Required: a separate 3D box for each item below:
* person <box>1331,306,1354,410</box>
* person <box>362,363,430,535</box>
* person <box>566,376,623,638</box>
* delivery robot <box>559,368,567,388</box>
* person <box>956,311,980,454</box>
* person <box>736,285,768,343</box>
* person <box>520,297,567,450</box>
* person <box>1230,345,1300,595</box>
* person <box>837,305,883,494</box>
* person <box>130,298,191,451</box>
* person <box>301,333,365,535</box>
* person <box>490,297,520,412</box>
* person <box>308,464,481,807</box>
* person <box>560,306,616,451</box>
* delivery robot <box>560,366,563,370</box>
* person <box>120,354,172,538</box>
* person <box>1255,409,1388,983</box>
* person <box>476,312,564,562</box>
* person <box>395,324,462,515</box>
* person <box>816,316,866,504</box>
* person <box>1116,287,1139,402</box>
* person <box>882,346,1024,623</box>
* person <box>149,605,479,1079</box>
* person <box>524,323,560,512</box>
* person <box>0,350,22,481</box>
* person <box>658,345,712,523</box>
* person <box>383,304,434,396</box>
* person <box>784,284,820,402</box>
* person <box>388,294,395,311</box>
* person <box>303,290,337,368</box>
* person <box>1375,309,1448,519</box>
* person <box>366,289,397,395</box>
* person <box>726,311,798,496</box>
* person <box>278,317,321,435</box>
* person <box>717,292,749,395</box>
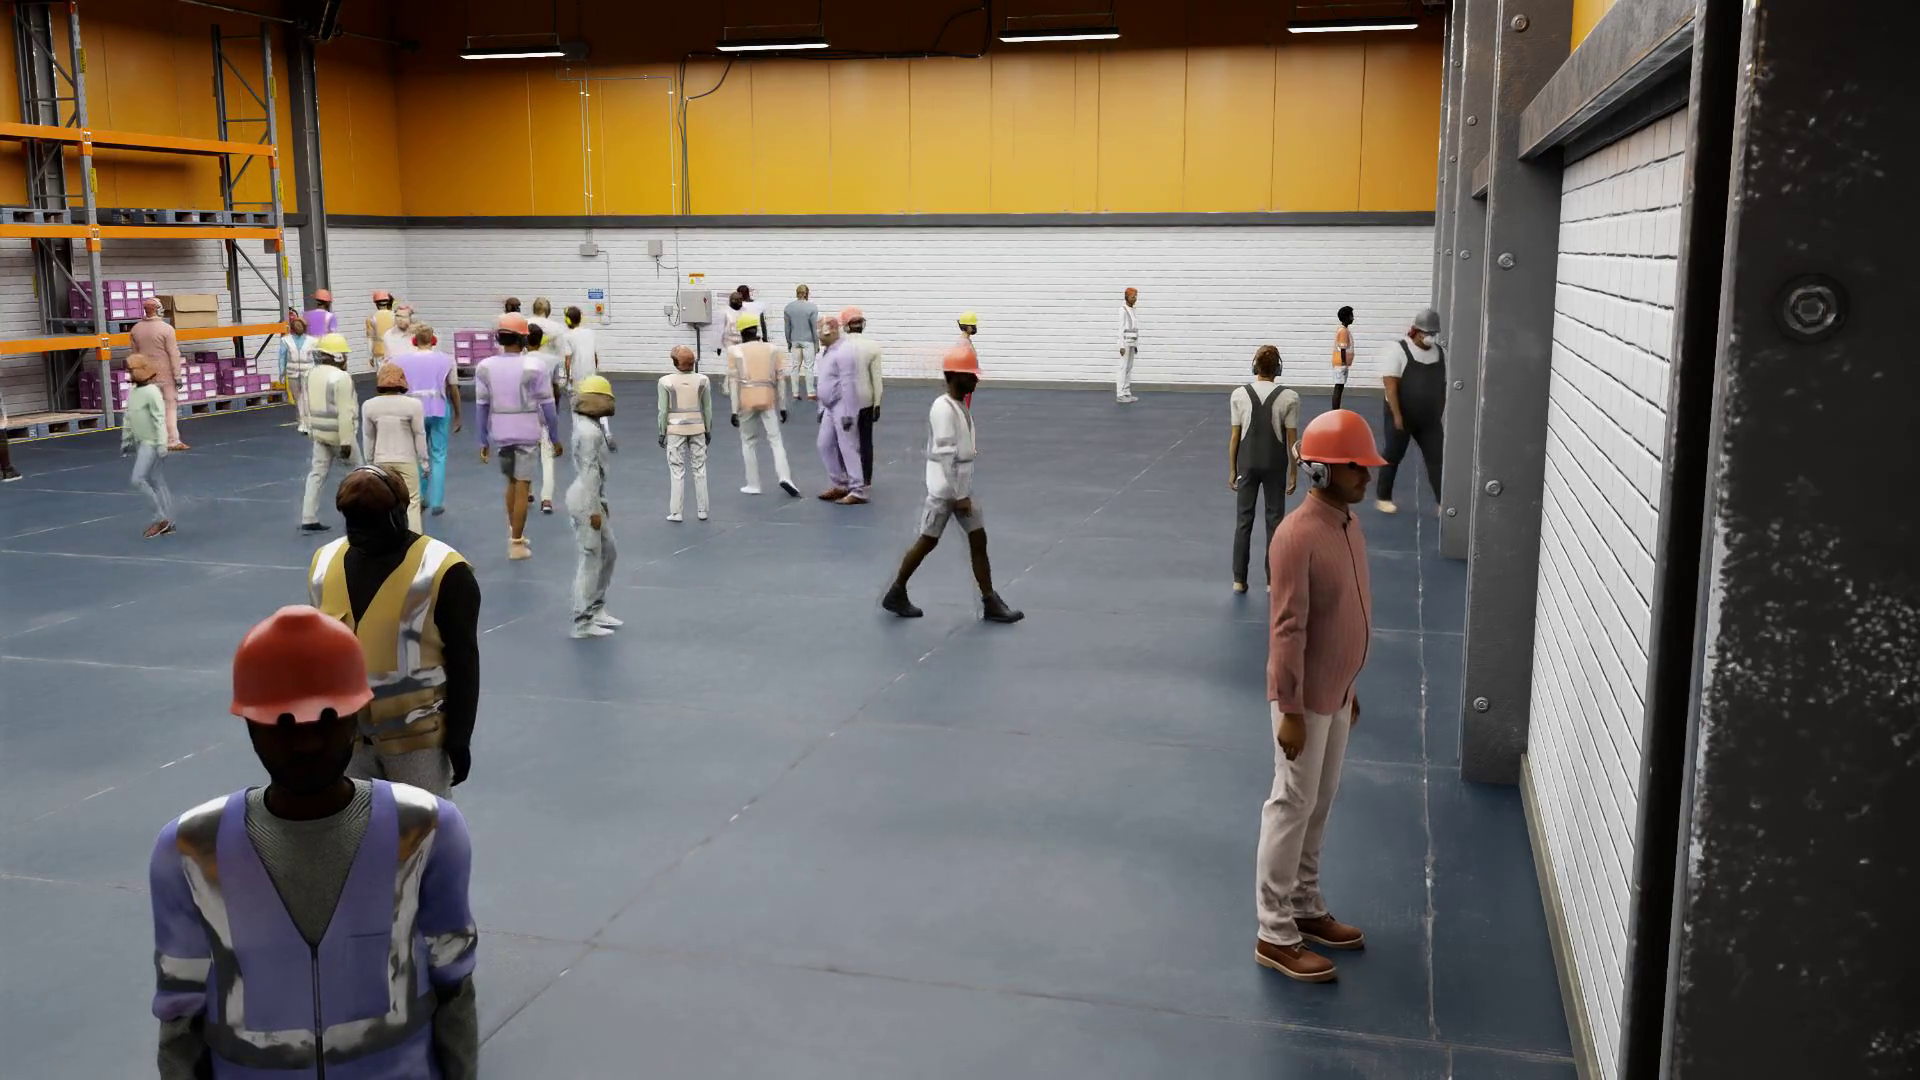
[{"bbox_3d":[5.528,-2.527,24.028,0.322,1.697,0.533,2,10,12],"label":"person"},{"bbox_3d":[-4.532,-0.605,13.362,0.506,1.628,0.276,0,10,2],"label":"person"},{"bbox_3d":[-2.424,-0.227,10.992,0.374,1.703,0.510,-3,10,-15],"label":"person"},{"bbox_3d":[-6.851,-2.735,28.178,0.707,0.478,0.477,0,10,1],"label":"delivery robot"},{"bbox_3d":[0.086,-1.902,20.298,0.330,1.767,0.528,1,10,8],"label":"person"},{"bbox_3d":[-3.789,-3.572,29.486,0.869,1.863,0.631,7,12,35],"label":"person"},{"bbox_3d":[-5.246,-2.120,21.096,0.664,1.910,0.762,2,10,11],"label":"person"},{"bbox_3d":[2.225,-0.506,12.196,0.506,1.842,0.332,3,11,17],"label":"person"},{"bbox_3d":[-1.096,-1.452,17.265,0.601,1.954,0.914,0,10,-3],"label":"person"},{"bbox_3d":[-9.988,-2.060,20.783,0.645,1.913,0.409,3,10,14],"label":"person"},{"bbox_3d":[-5.558,-0.952,14.872,0.616,1.782,0.922,7,12,33],"label":"person"},{"bbox_3d":[-6.743,-2.753,25.053,0.975,1.795,0.644,5,11,26],"label":"person"},{"bbox_3d":[-1.930,0.656,5.619,0.621,1.838,0.429,2,10,11],"label":"person"},{"bbox_3d":[-4.628,-1.981,20.593,0.513,1.828,0.753,-8,13,-39],"label":"person"},{"bbox_3d":[-6.763,-2.813,28.618,0.707,0.478,0.477,-1,10,-5],"label":"delivery robot"},{"bbox_3d":[-7.145,-0.814,14.567,0.509,1.619,0.450,10,14,44],"label":"person"},{"bbox_3d":[1.279,0.532,5.865,0.396,1.992,0.617,6,12,32],"label":"person"},{"bbox_3d":[-3.582,-0.851,13.643,0.618,2.016,0.789,2,10,13],"label":"person"},{"bbox_3d":[-5.108,-1.172,16.055,0.572,1.809,0.842,-2,10,-9],"label":"person"},{"bbox_3d":[-1.232,-1.295,16.594,0.486,1.868,0.650,-4,11,-21],"label":"person"},{"bbox_3d":[2.767,-3.208,27.363,0.352,1.881,0.576,6,11,29],"label":"person"},{"bbox_3d":[-0.086,-0.369,11.297,1.005,1.895,0.545,4,11,21],"label":"person"},{"bbox_3d":[-1.133,1.066,2.992,0.547,1.942,0.351,-3,11,-19],"label":"person"},{"bbox_3d":[-4.120,-1.190,16.145,0.507,1.818,1.011,-3,11,-18],"label":"person"},{"bbox_3d":[-10.487,-1.516,17.709,0.612,1.920,1.033,1,10,3],"label":"person"},{"bbox_3d":[-2.546,-0.982,15.430,0.523,1.645,0.306,-5,11,-25],"label":"person"},{"bbox_3d":[-6.474,-1.807,19.434,0.642,1.881,0.761,1,10,3],"label":"person"},{"bbox_3d":[-2.586,-3.236,27.385,0.627,1.933,0.371,4,11,21],"label":"person"},{"bbox_3d":[-8.928,-2.957,26.135,0.517,1.826,0.985,-4,11,-22],"label":"person"},{"bbox_3d":[-9.978,-2.971,26.046,0.554,1.872,1.046,-1,10,-3],"label":"person"},{"bbox_3d":[4.315,-1.221,15.665,0.695,2.000,0.936,-2,10,-9],"label":"person"},{"bbox_3d":[-8.635,-2.808,25.043,0.556,1.898,0.889,-4,11,-21],"label":"person"},{"bbox_3d":[-2.055,-1.384,17.031,0.613,1.895,0.748,-5,11,-24],"label":"person"},{"bbox_3d":[-9.015,-2.246,22.747,0.525,1.593,0.882,-3,10,-14],"label":"person"},{"bbox_3d":[-3.860,-3.333,28.344,0.627,1.801,0.940,-10,14,-43],"label":"person"}]
